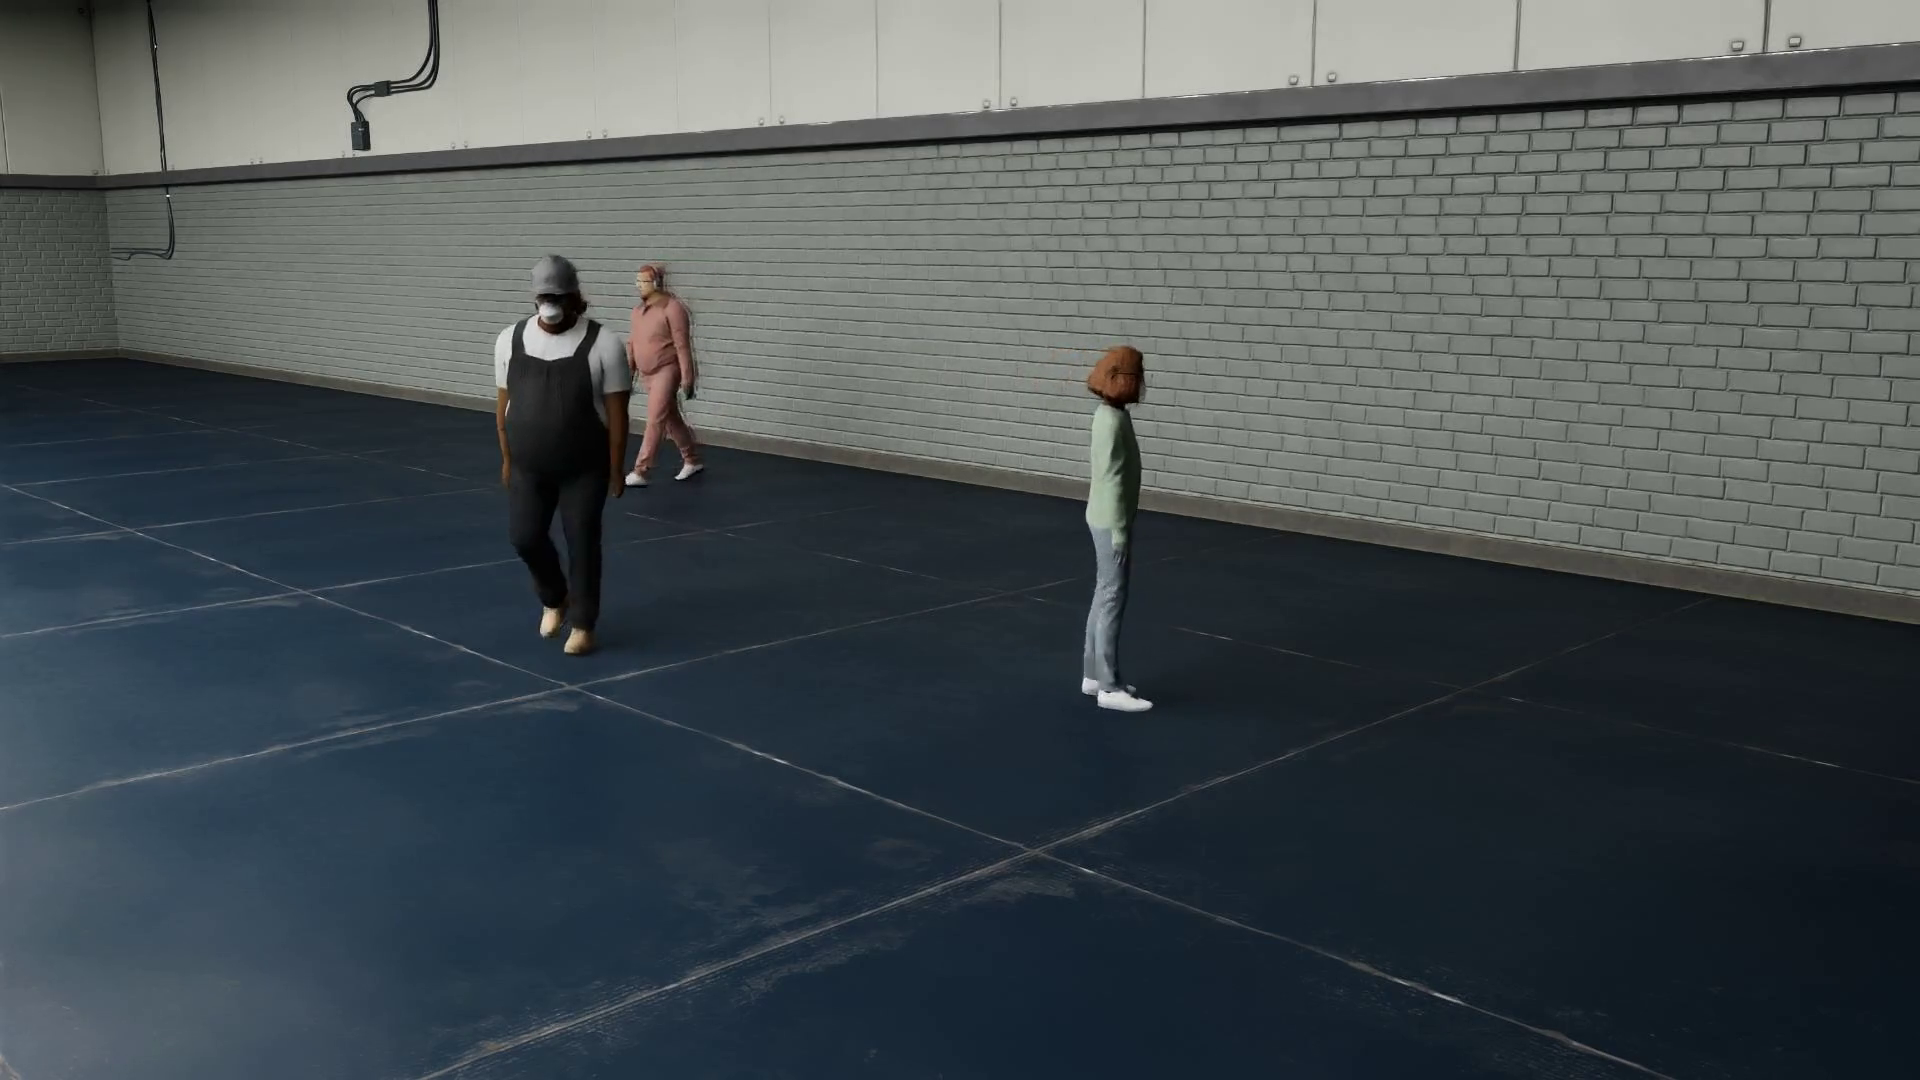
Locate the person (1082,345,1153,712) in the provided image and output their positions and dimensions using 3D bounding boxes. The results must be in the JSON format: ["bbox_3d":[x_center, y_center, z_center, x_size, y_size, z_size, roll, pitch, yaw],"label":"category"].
[{"bbox_3d":[0.708,-0.063,7.487,0.288,1.631,0.504,1,10,3],"label":"person"}]

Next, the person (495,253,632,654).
[{"bbox_3d":[-2.009,-0.411,8.387,0.697,2.000,0.536,1,10,3],"label":"person"}]

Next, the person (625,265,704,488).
[{"bbox_3d":[-2.553,-1.392,14.126,0.979,1.867,0.663,-10,14,-44],"label":"person"}]
